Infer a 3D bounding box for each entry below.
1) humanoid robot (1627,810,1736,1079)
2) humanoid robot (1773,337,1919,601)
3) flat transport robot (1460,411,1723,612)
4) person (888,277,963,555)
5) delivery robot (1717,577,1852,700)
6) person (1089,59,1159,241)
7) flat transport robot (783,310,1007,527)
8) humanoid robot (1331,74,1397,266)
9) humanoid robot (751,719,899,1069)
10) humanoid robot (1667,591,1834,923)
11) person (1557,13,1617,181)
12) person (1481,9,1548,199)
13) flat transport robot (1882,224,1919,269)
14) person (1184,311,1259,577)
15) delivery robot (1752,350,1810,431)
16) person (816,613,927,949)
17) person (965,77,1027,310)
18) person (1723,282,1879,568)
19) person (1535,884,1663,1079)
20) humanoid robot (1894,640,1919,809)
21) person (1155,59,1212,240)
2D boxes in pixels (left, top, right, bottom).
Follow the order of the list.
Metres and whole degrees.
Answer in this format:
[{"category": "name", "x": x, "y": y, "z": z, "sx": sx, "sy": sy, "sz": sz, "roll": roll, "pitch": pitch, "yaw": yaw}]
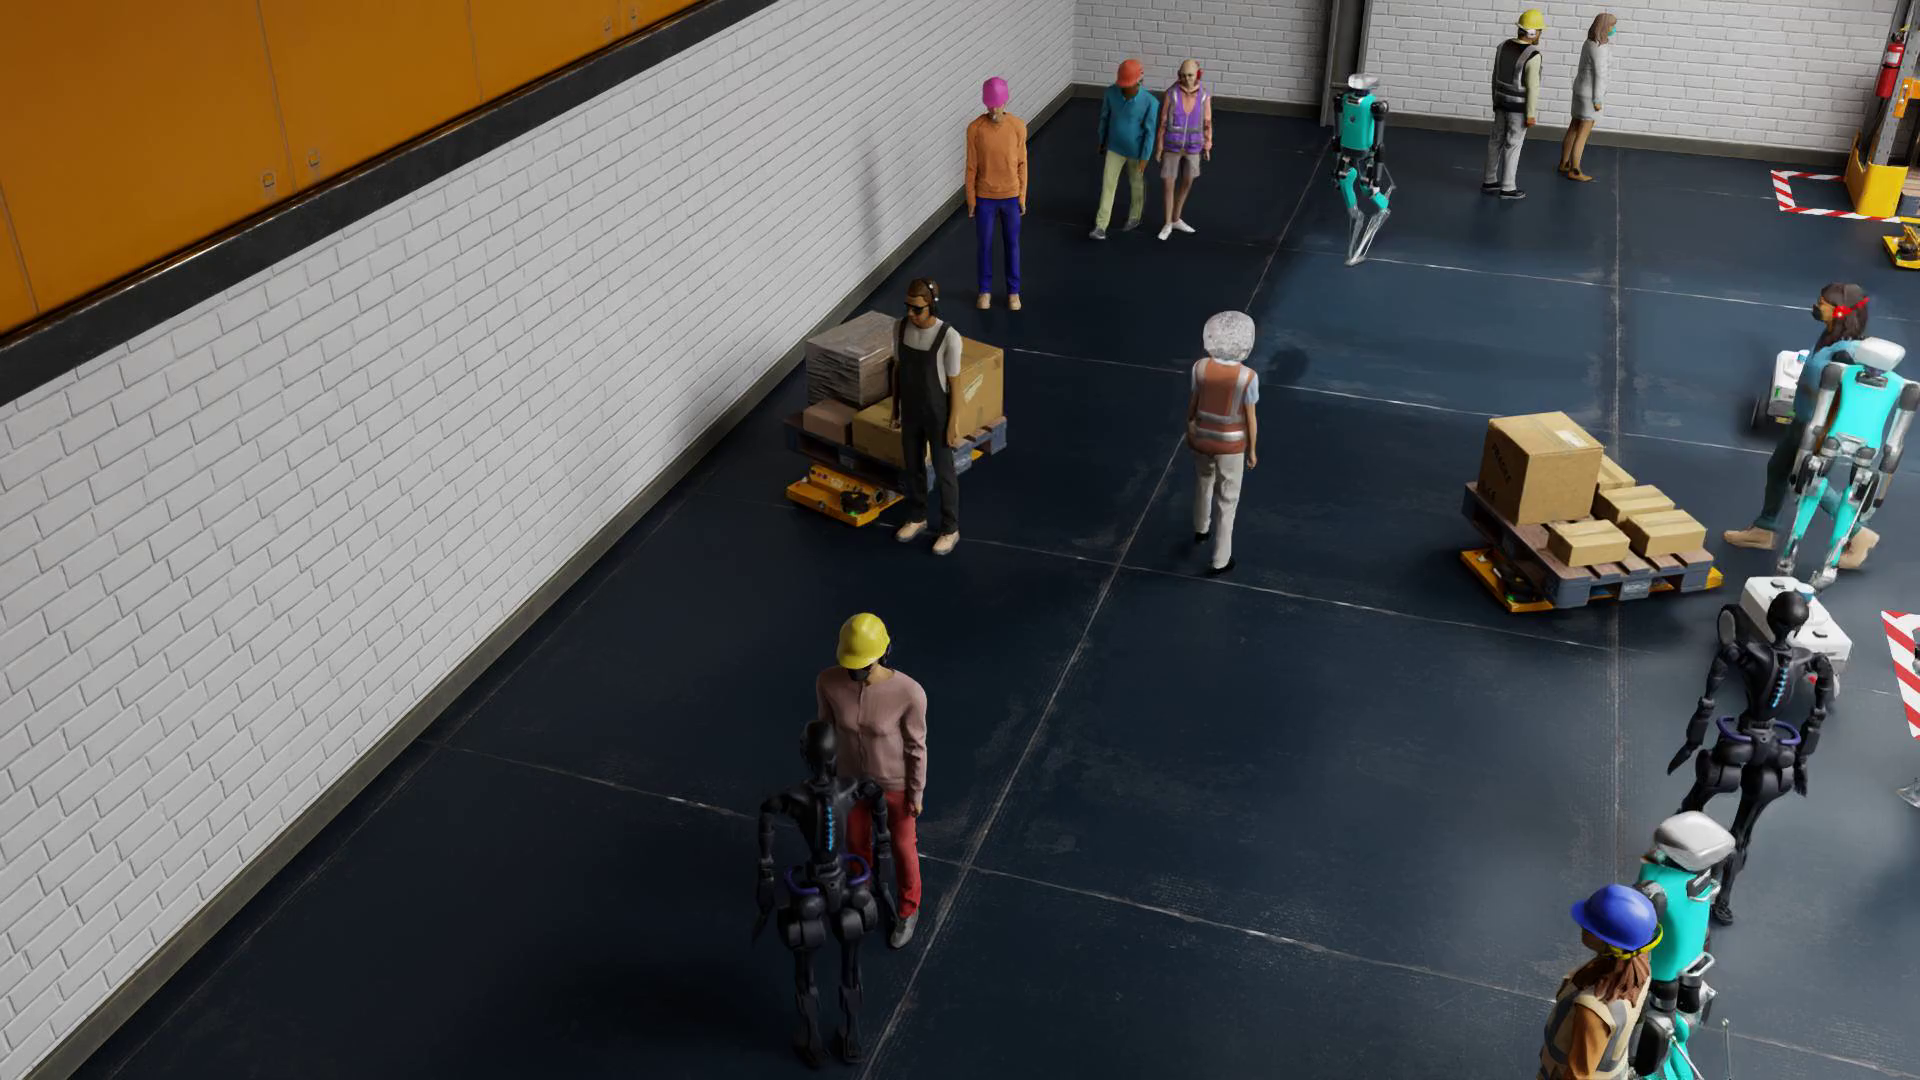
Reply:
[{"category": "humanoid robot", "x": 2.681, "y": 1.878, "z": 6.026, "sx": 0.546, "sy": 1.839, "sz": 0.736, "roll": -23, "pitch": 38, "yaw": -34}, {"category": "humanoid robot", "x": 5.006, "y": -0.230, "z": 9.584, "sx": 0.530, "sy": 1.780, "sz": 0.811, "roll": 22, "pitch": 37, "yaw": 32}, {"category": "flat transport robot", "x": 3.942, "y": 0.137, "z": 10.392, "sx": 1.431, "sy": 0.231, "sz": 0.659, "roll": -7, "pitch": 31, "yaw": -11}, {"category": "person", "x": -0.217, "y": -0.787, "z": 10.417, "sx": 0.506, "sy": 1.838, "sz": 0.327, "roll": 20, "pitch": 36, "yaw": 30}, {"category": "delivery robot", "x": 4.724, "y": 0.518, "z": 9.462, "sx": 0.499, "sy": 0.595, "sz": 0.797, "roll": -1, "pitch": 30, "yaw": -1}, {"category": "person", "x": 1.496, "y": -3.604, "z": 15.360, "sx": 0.617, "sy": 1.675, "sz": 0.906, "roll": 14, "pitch": 33, "yaw": 23}, {"category": "flat transport robot", "x": -0.480, "y": -0.533, "z": 11.532, "sx": 0.659, "sy": 0.231, "sz": 1.431, "roll": 22, "pitch": 37, "yaw": 33}, {"category": "humanoid robot", "x": 3.619, "y": -3.213, "z": 14.753, "sx": 0.716, "sy": 1.902, "sz": 0.543, "roll": -24, "pitch": 38, "yaw": -35}, {"category": "humanoid robot", "x": -0.557, "y": 1.465, "z": 6.759, "sx": 0.616, "sy": 1.640, "sz": 0.381, "roll": -10, "pitch": 32, "yaw": -17}, {"category": "humanoid robot", "x": 3.591, "y": 0.949, "z": 7.633, "sx": 0.610, "sy": 1.636, "sz": 0.609, "roll": 4, "pitch": 31, "yaw": 6}, {"category": "person", "x": 6.418, "y": -4.516, "z": 16.930, "sx": 0.337, "sy": 1.660, "sz": 0.497, "roll": -1, "pitch": 30, "yaw": -2}, {"category": "person", "x": 5.476, "y": -4.293, "z": 16.389, "sx": 0.404, "sy": 1.828, "sz": 0.600, "roll": -12, "pitch": 33, "yaw": -20}, {"category": "flat transport robot", "x": 9.197, "y": -2.594, "z": 15.039, "sx": 1.431, "sy": 0.231, "sz": 0.659, "roll": 8, "pitch": 31, "yaw": 13}, {"category": "person", "x": 1.610, "y": -0.614, "z": 10.290, "sx": 0.497, "sy": 1.663, "sz": 0.571, "roll": 15, "pitch": 34, "yaw": 24}, {"category": "delivery robot", "x": 6.137, "y": -1.089, "z": 12.204, "sx": 0.499, "sy": 0.602, "sz": 0.801, "roll": 13, "pitch": 33, "yaw": 21}, {"category": "person", "x": -0.389, "y": 1.063, "z": 7.350, "sx": 0.516, "sy": 1.756, "sz": 0.338, "roll": 9, "pitch": 32, "yaw": 15}, {"category": "person", "x": 0.301, "y": -2.874, "z": 13.843, "sx": 0.518, "sy": 1.972, "sz": 0.404, "roll": 0, "pitch": 30, "yaw": -1}, {"category": "person", "x": 5.394, "y": -0.694, "z": 10.273, "sx": 0.835, "sy": 1.839, "sz": 0.547, "roll": 5, "pitch": 31, "yaw": 9}, {"category": "person", "x": 2.180, "y": 1.909, "z": 5.885, "sx": 0.306, "sy": 1.781, "sz": 0.462, "roll": 20, "pitch": 36, "yaw": 31}, {"category": "humanoid robot", "x": 5.027, "y": 0.587, "z": 8.135, "sx": 0.530, "sy": 1.744, "sz": 0.717, "roll": -10, "pitch": 32, "yaw": -16}, {"category": "person", "x": 2.066, "y": -3.607, "z": 15.373, "sx": 0.522, "sy": 1.677, "sz": 0.369, "roll": 0, "pitch": 30, "yaw": 0}]
